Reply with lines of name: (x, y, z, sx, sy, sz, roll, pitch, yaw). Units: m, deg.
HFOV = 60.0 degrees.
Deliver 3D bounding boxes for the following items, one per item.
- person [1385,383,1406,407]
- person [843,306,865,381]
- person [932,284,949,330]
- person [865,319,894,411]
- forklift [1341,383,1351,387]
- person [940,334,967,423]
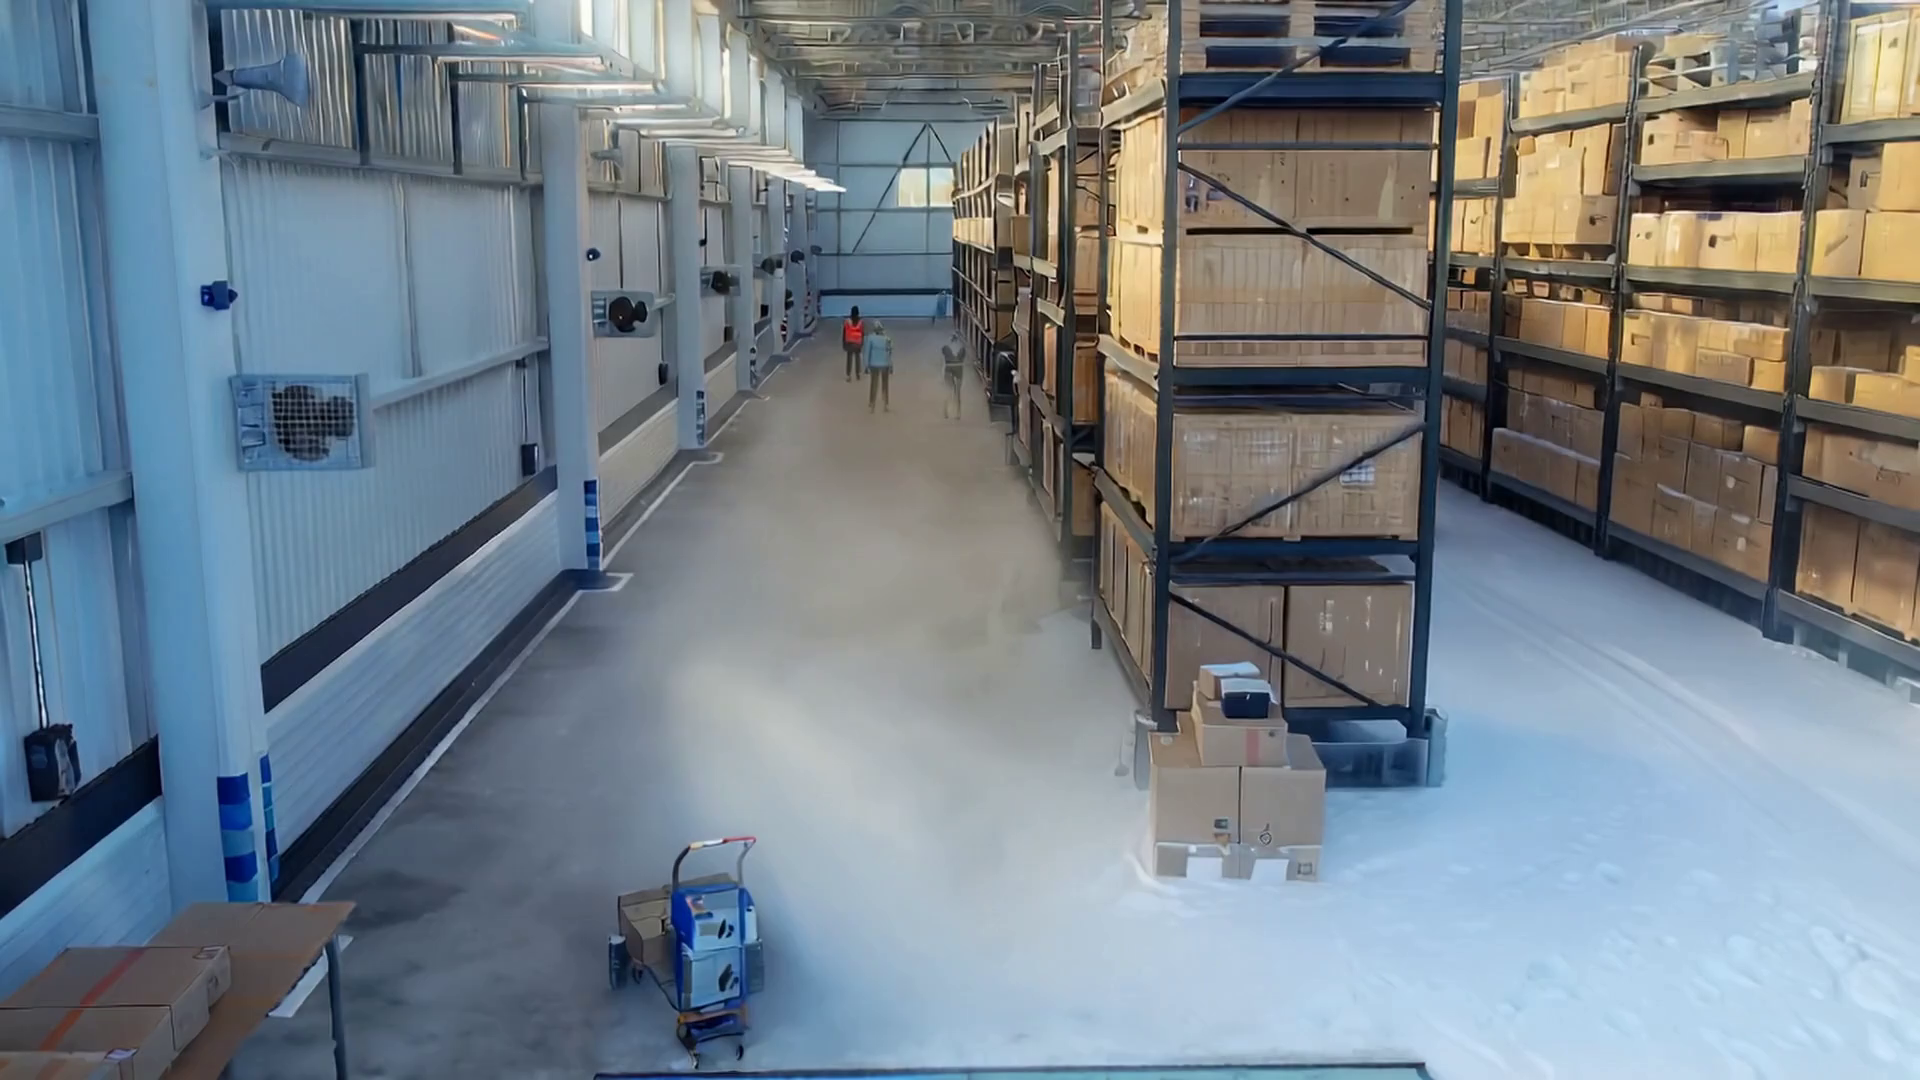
person: (7.808, -2.575, 29.787, 0.409, 1.908, 0.639, 2, 11, 10)
person: (-2.712, -5.031, 42.557, 0.591, 1.911, 0.392, -4, 12, -20)
person: (-0.687, -8.715, 62.250, 0.566, 1.700, 0.540, -6, 12, -27)
person: (-1.731, -3.744, 35.672, 0.619, 1.986, 0.410, -2, 11, -11)
forklift: (4.703, -1.391, 21.088, 1.873, 2.768, 1.129, 0, 11, -2)
person: (-0.149, -3.330, 34.029, 0.577, 1.801, 0.918, -2, 11, -11)
